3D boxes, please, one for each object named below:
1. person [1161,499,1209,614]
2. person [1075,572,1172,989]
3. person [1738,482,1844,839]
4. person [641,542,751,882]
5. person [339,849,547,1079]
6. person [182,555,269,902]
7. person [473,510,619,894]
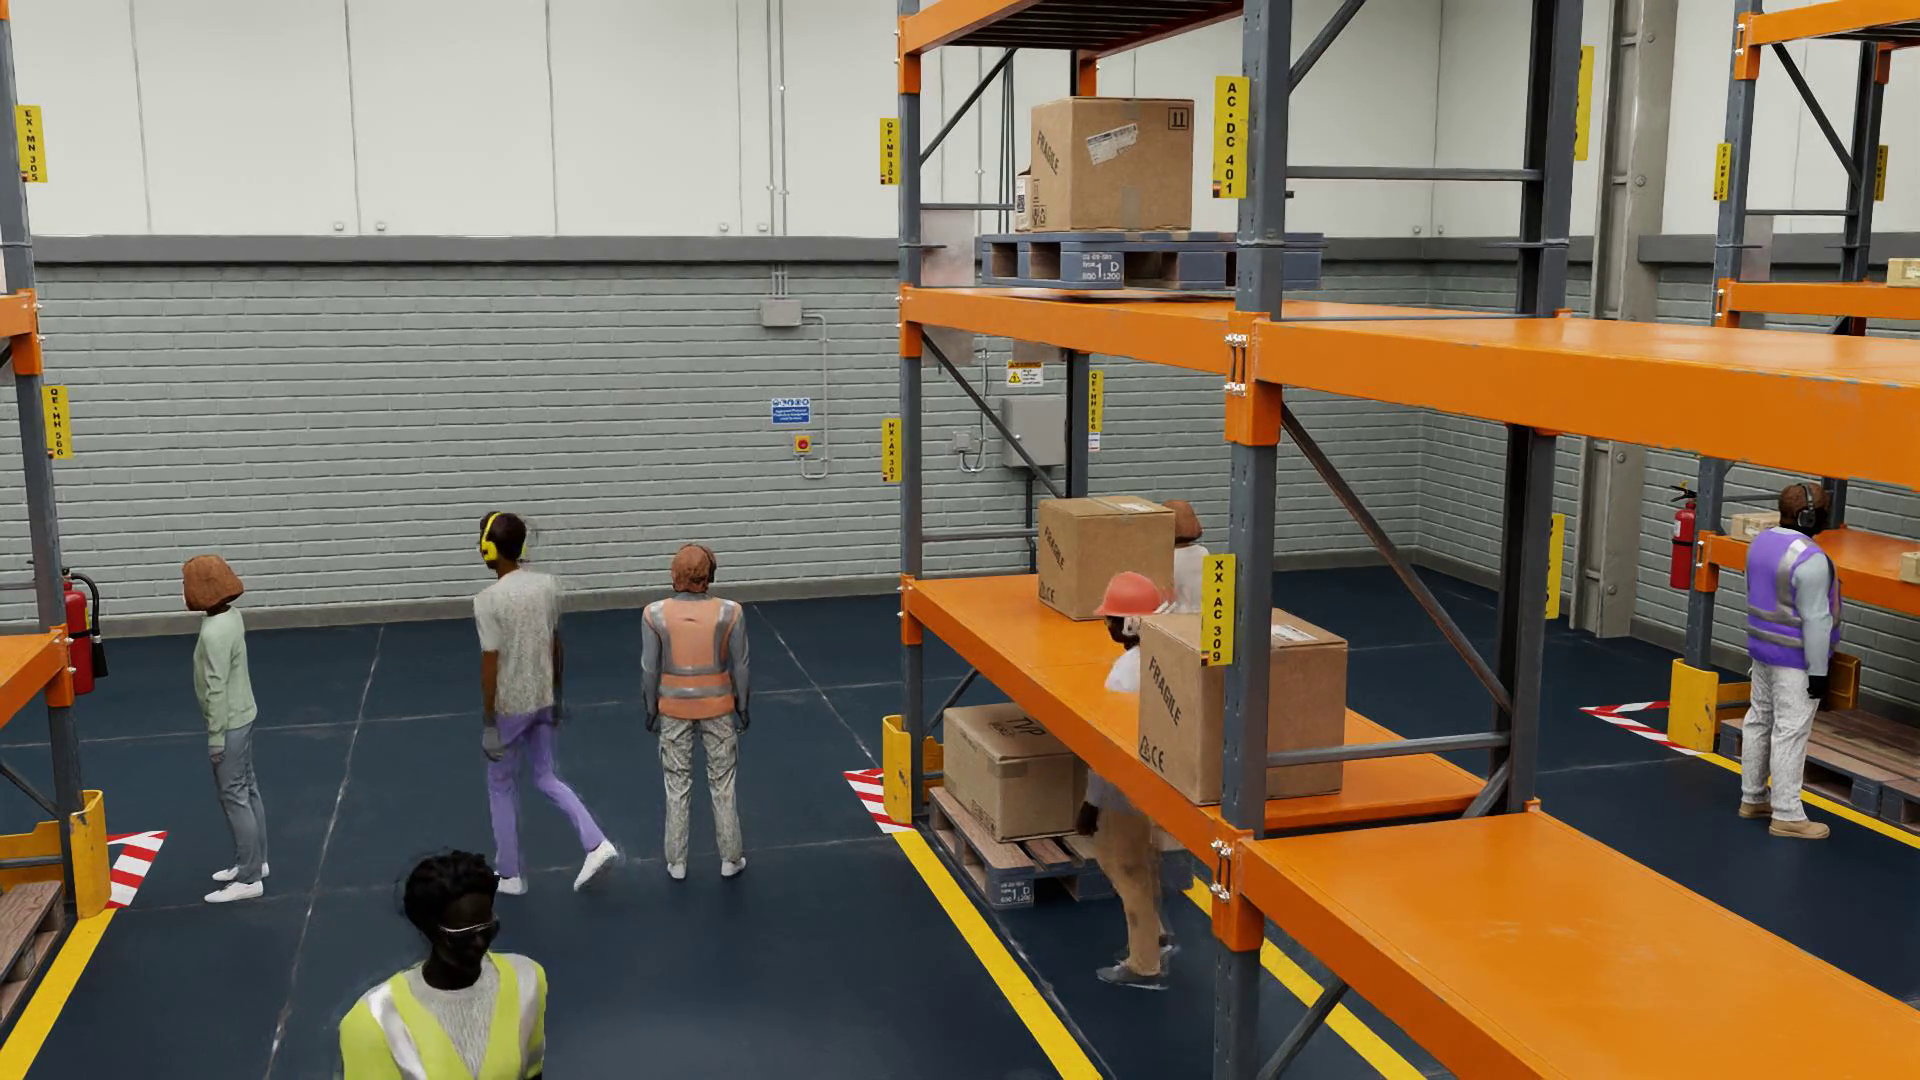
[{"bbox_3d":[1.231,0.581,9.413,0.272,1.635,0.506,9,13,41],"label":"person"},{"bbox_3d":[0.683,0.989,6.790,0.391,1.735,0.570,4,11,20],"label":"person"},{"bbox_3d":[4.323,0.613,8.648,0.429,1.844,0.626,-1,10,-4],"label":"person"},{"bbox_3d":[-1.262,0.830,7.984,0.518,1.639,0.312,-1,10,-4],"label":"person"},{"bbox_3d":[-1.241,1.519,4.009,0.532,1.659,0.863,-8,13,-39],"label":"person"},{"bbox_3d":[-3.443,0.870,7.798,0.277,1.627,0.502,-3,10,-16],"label":"person"},{"bbox_3d":[-1.967,0.781,7.714,0.705,1.843,0.558,6,11,29],"label":"person"}]
